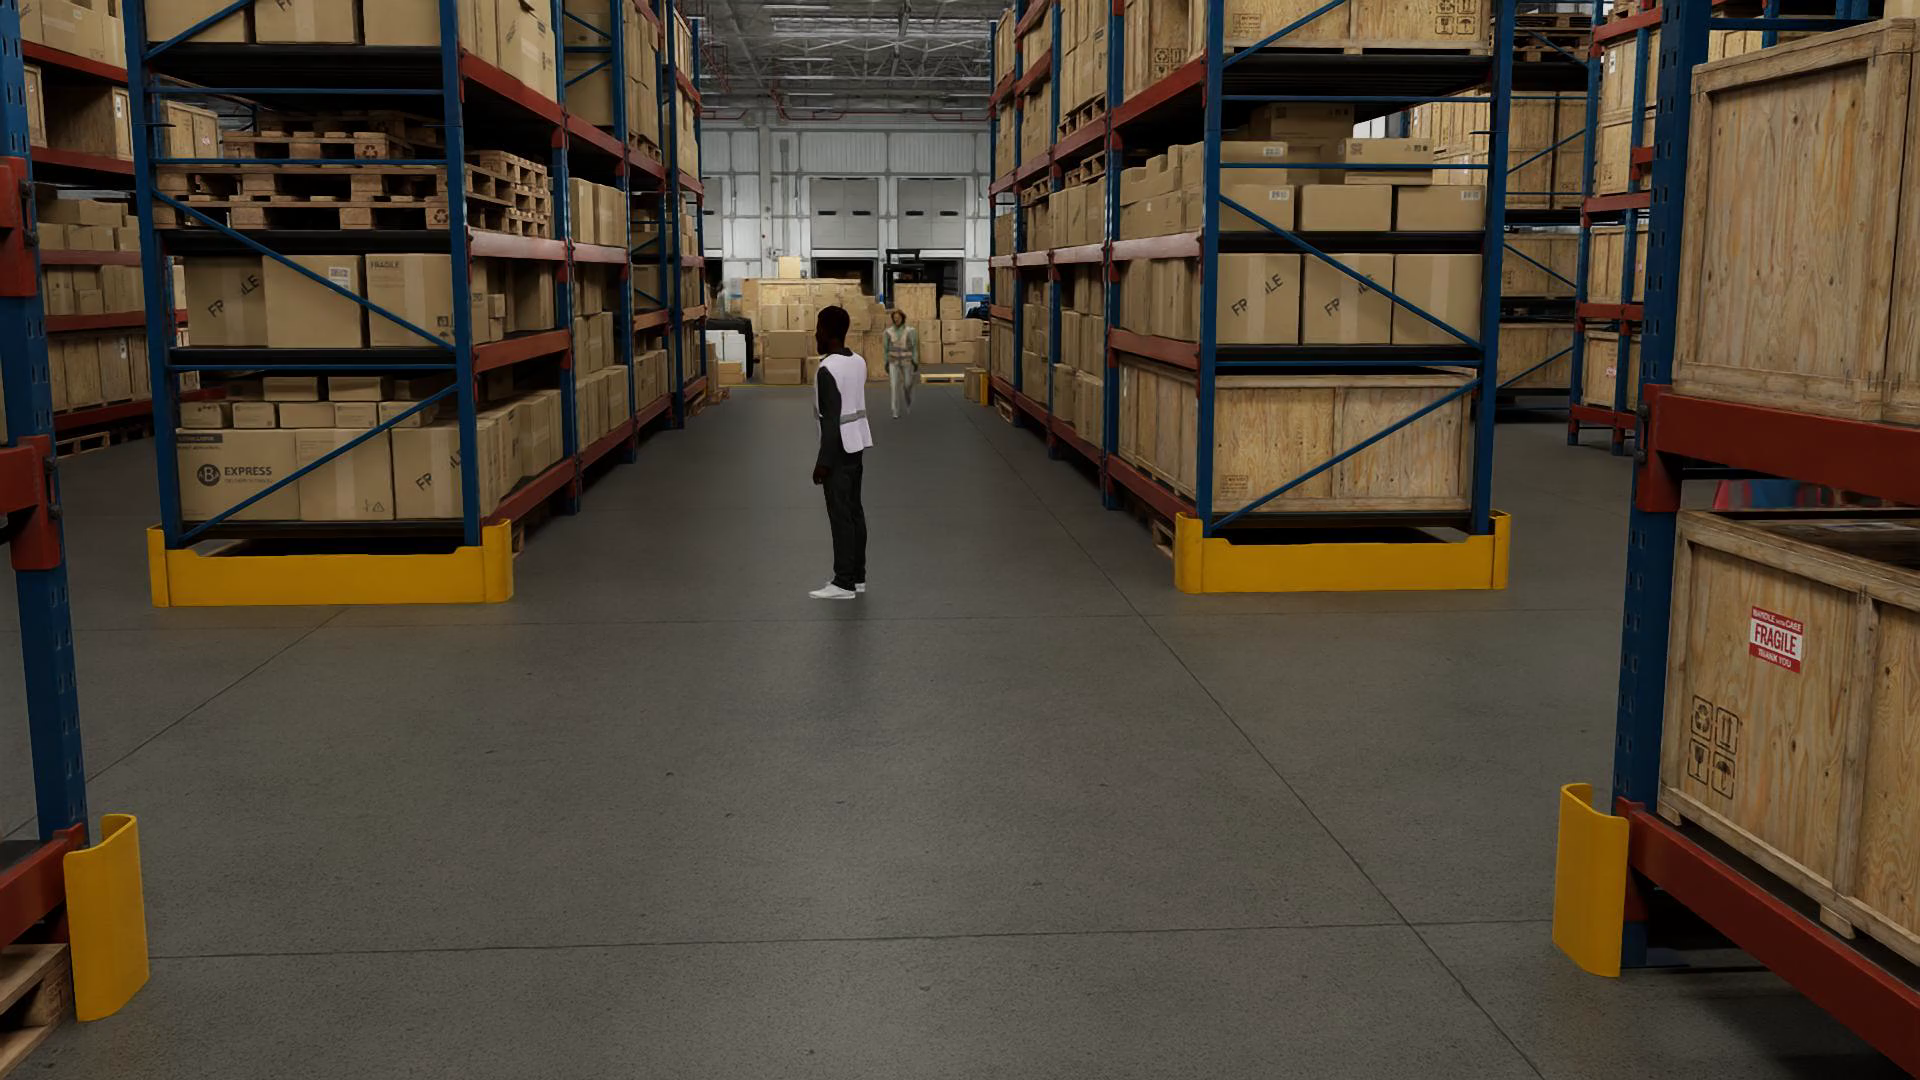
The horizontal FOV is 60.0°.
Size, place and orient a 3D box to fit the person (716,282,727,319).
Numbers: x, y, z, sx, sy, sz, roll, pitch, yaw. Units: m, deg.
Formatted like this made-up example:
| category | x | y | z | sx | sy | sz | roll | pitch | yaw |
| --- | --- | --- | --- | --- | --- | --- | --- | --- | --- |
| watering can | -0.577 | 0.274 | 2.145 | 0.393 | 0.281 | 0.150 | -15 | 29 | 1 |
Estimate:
| category | x | y | z | sx | sy | sz | roll | pitch | yaw |
| --- | --- | --- | --- | --- | --- | --- | --- | --- | --- |
| person | -7.859 | -7.649 | 55.431 | 0.916 | 1.909 | 0.638 | -3 | 10 | -18 |

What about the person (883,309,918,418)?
| category | x | y | z | sx | sy | sz | roll | pitch | yaw |
| --- | --- | --- | --- | --- | --- | --- | --- | --- | --- |
| person | -0.888 | -2.627 | 24.744 | 0.532 | 1.624 | 0.456 | 0 | 9 | 3 |

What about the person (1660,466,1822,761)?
| category | x | y | z | sx | sy | sz | roll | pitch | yaw |
| --- | --- | --- | --- | --- | --- | --- | --- | --- | --- |
| person | 3.440 | 0.130 | 6.948 | 0.986 | 1.797 | 0.634 | 4 | 10 | 22 |

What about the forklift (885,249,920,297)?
| category | x | y | z | sx | sy | sz | roll | pitch | yaw |
| --- | --- | --- | --- | --- | --- | --- | --- | --- | --- |
| forklift | -1.544 | -6.484 | 45.045 | 1.129 | 2.768 | 1.873 | -1 | 9 | -4 |

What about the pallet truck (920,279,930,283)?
| category | x | y | z | sx | sy | sz | roll | pitch | yaw |
| --- | --- | --- | --- | --- | --- | --- | --- | --- | --- |
| pallet truck | -0.932 | -8.922 | 63.114 | 1.885 | 1.965 | 0.823 | 2 | 9 | 13 |

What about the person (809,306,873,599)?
| category | x | y | z | sx | sy | sz | roll | pitch | yaw |
| --- | --- | --- | --- | --- | --- | --- | --- | --- | --- |
| person | -0.782 | -0.569 | 10.913 | 0.390 | 1.920 | 0.587 | 3 | 9 | 16 |
